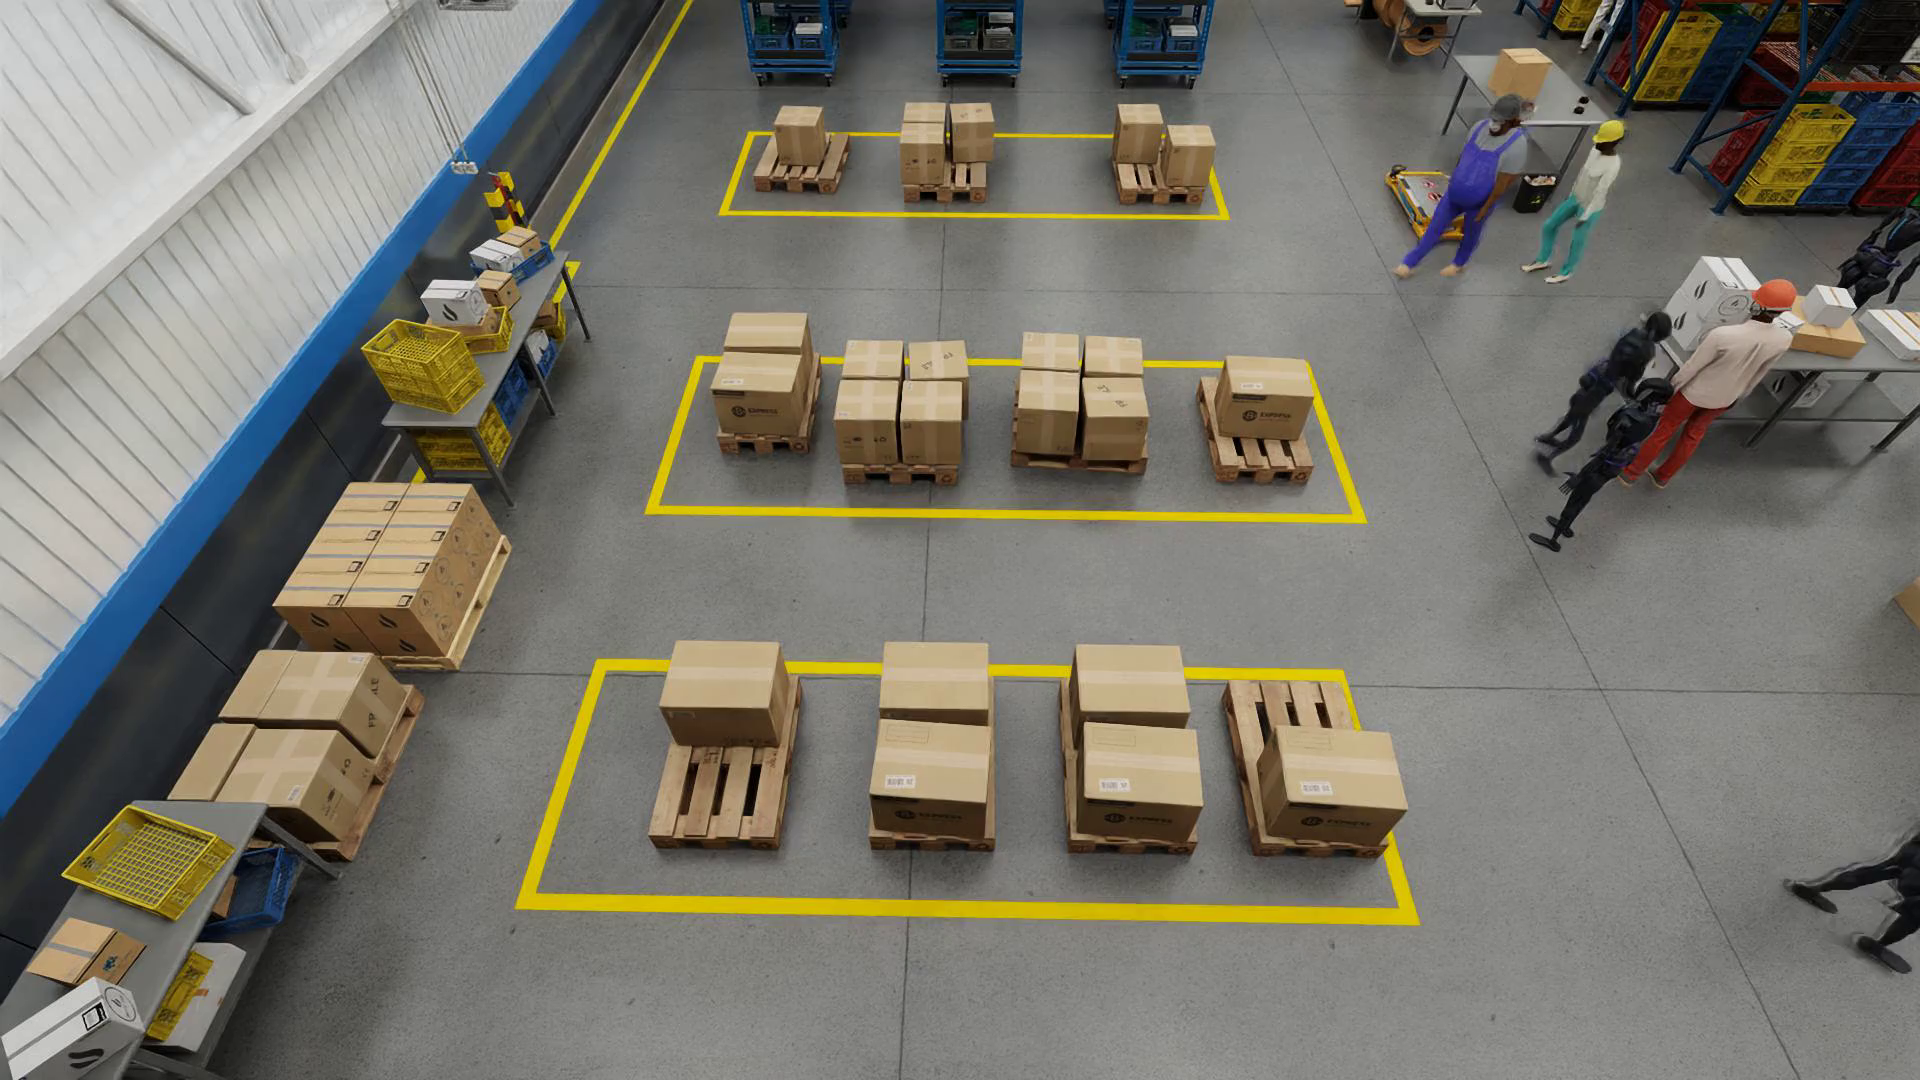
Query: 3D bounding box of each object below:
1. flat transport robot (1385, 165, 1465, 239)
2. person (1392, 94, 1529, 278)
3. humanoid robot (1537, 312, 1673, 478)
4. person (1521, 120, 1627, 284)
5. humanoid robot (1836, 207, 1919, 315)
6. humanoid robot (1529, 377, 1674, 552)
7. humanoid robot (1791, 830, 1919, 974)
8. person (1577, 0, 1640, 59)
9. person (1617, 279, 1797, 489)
[{"bbox_3d":[5.692,-4.094,11.059,0.652,0.197,1.431,1,49,1],"label":"flat transport robot"},{"bbox_3d":[5.238,-3.586,9.467,1.011,2.000,0.696,-26,54,-21],"label":"person"},{"bbox_3d":[5.378,-1.259,7.698,0.620,1.622,0.529,-29,55,-23],"label":"humanoid robot"},{"bbox_3d":[6.488,-3.503,9.592,0.568,1.734,0.579,-3,49,-3],"label":"person"},{"bbox_3d":[8.851,-2.619,8.873,0.365,1.649,0.596,-3,49,-2],"label":"humanoid robot"},{"bbox_3d":[4.961,-0.587,7.098,0.608,1.661,0.314,-32,56,-24],"label":"humanoid robot"},{"bbox_3d":[5.462,1.829,5.030,0.692,1.638,0.593,34,57,26],"label":"humanoid robot"},{"bbox_3d":[9.778,-8.139,13.510,0.348,1.882,0.582,-34,57,-26],"label":"person"},{"bbox_3d":[6.064,-1.221,7.458,0.615,1.986,0.405,3,49,3],"label":"person"}]
